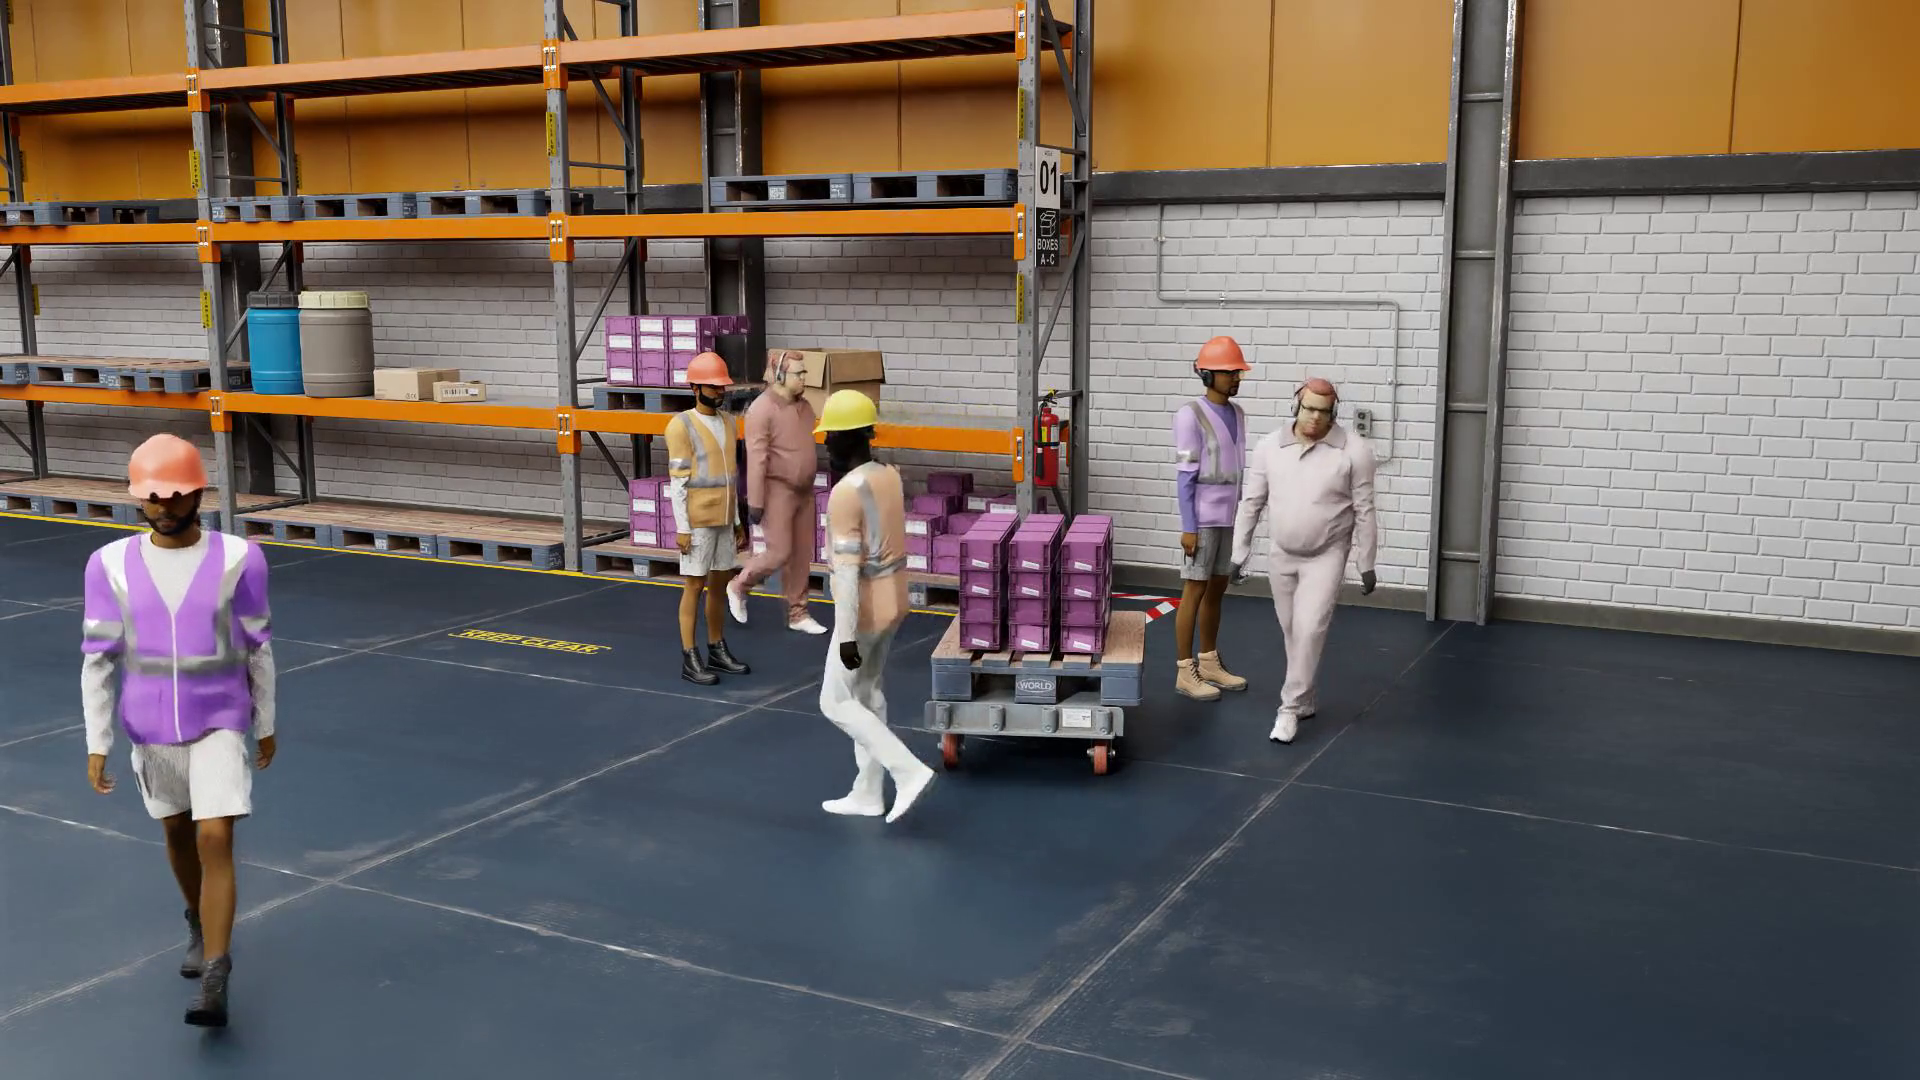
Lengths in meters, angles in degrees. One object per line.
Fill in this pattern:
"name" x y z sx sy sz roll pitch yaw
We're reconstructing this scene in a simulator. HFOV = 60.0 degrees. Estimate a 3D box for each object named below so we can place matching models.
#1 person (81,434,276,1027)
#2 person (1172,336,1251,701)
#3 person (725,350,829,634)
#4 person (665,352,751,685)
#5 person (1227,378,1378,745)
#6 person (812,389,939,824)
"person" -2.520 0.606 5.381 0.557 1.881 1.014 -2 10 -15
"person" 1.449 -0.127 9.419 0.379 2.045 0.605 8 12 40
"person" -1.209 -0.312 11.027 0.622 1.893 0.650 5 11 29
"person" -1.461 -0.129 9.762 0.356 1.937 0.552 6 11 32
"person" 1.723 0.106 8.541 0.705 1.857 0.881 7 11 35
"person" -0.380 0.305 7.183 0.528 1.908 0.593 4 10 21
